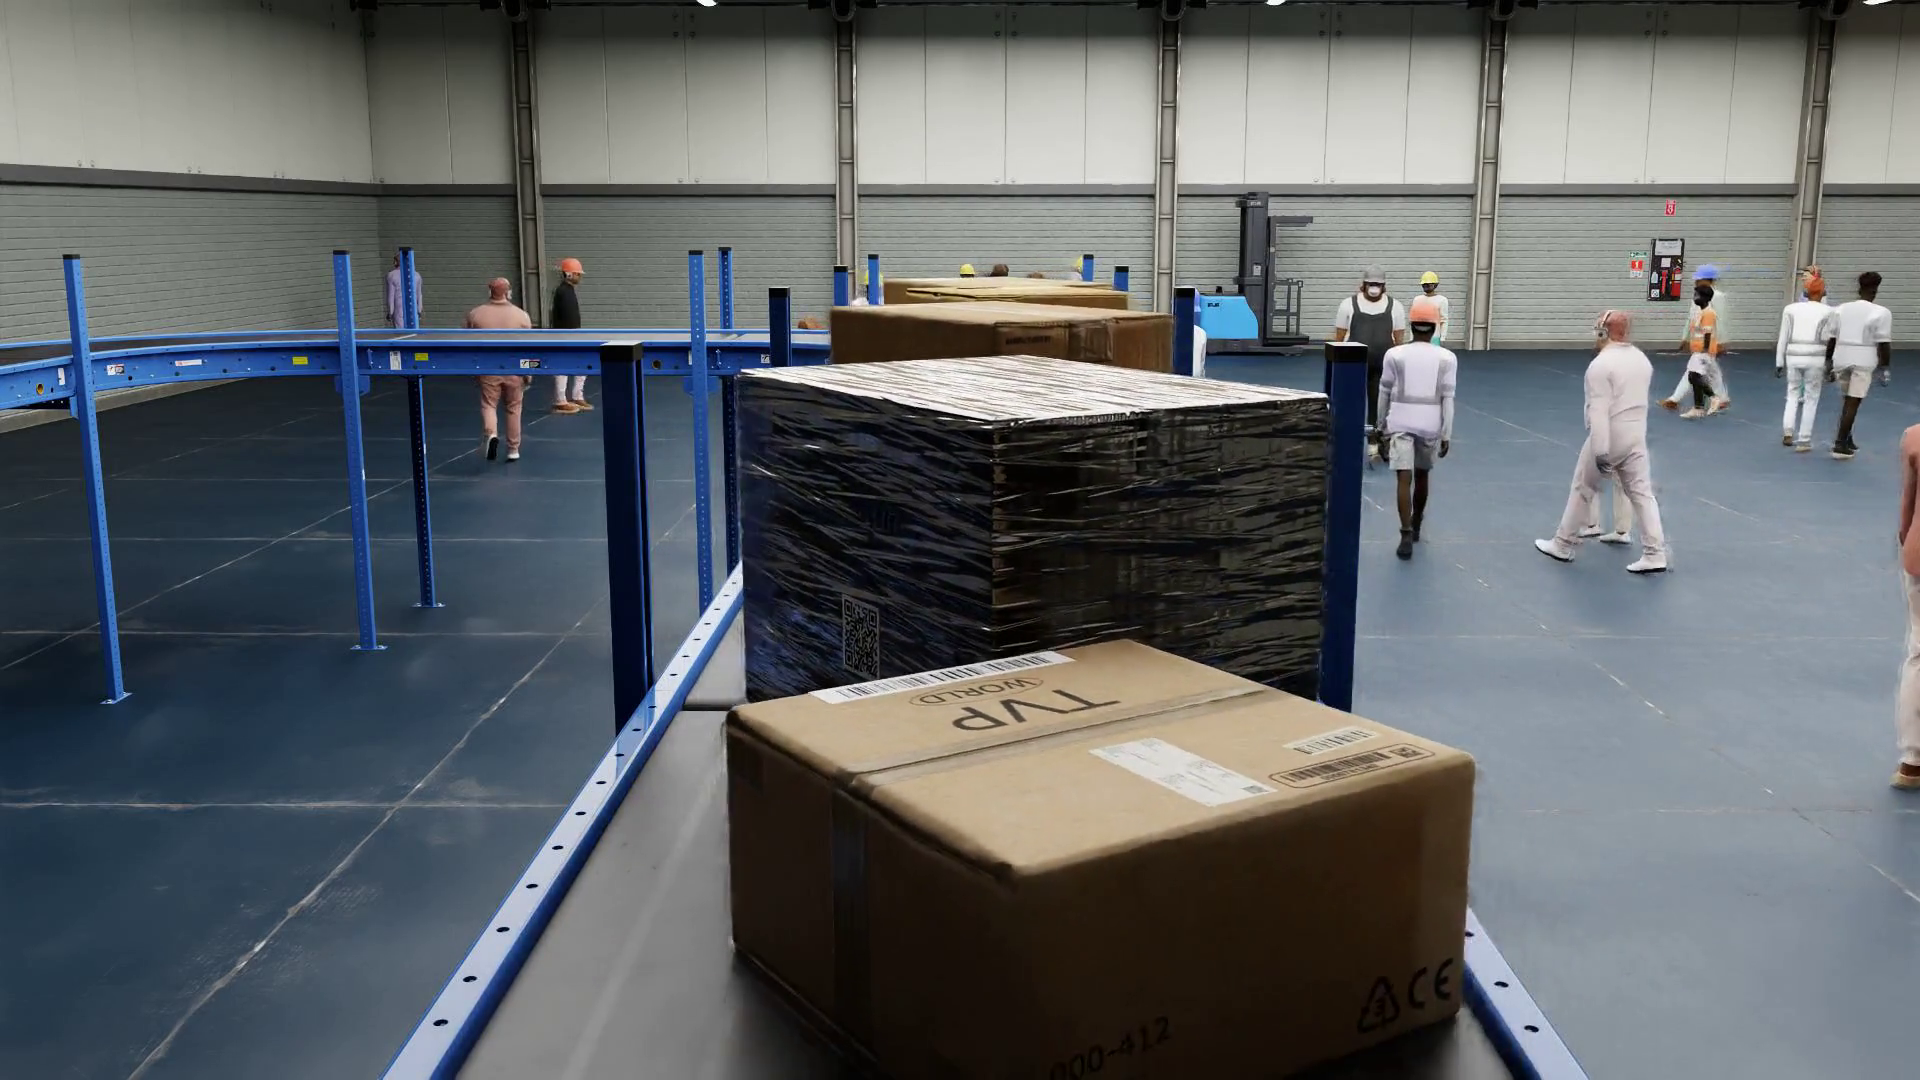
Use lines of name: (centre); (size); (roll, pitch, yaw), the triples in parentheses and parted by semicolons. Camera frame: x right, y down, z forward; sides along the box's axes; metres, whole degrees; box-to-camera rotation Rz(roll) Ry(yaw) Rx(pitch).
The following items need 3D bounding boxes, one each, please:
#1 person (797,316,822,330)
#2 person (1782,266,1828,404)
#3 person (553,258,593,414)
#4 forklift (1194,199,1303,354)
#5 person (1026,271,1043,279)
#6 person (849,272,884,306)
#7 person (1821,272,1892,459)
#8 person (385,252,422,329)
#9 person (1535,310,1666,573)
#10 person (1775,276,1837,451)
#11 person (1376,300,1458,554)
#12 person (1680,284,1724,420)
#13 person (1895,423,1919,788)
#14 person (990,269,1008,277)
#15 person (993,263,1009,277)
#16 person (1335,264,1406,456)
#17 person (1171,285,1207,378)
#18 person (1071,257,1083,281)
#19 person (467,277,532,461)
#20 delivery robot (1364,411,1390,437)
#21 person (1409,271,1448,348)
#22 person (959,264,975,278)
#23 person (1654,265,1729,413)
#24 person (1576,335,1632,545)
person: (-1.329, -1.271, 15.359); (0.695, 1.607, 0.500); (-11, 15, -44)
person: (11.476, -2.773, 22.474); (0.378, 1.844, 0.569); (0, 11, 2)
person: (-4.955, -2.610, 21.318); (0.628, 1.965, 0.607); (0, 11, -2)
forklift: (5.313, -4.851, 30.603); (1.873, 2.768, 1.129); (0, 11, 1)
person: (1.045, -2.480, 21.044); (0.532, 1.821, 0.682); (-6, 13, -30)
person: (-1.055, -2.274, 19.820); (0.596, 1.889, 0.980); (-3, 12, -17)
person: (9.408, -1.826, 17.374); (0.732, 1.927, 0.658); (-7, 13, -31)
person: (-9.311, -3.843, 27.819); (0.399, 1.908, 0.643); (9, 14, 40)
person: (4.654, -0.705, 11.862); (0.628, 1.849, 1.026); (-6, 13, -29)
person: (9.071, -1.885, 17.817); (0.407, 1.875, 0.593); (-11, 15, -44)
person: (3.445, -0.867, 12.588); (0.546, 1.887, 0.997); (1, 11, 7)
person: (9.172, -2.316, 20.537); (0.412, 1.681, 0.559); (2, 11, 11)
person: (4.390, 0.120, 7.278); (0.464, 1.979, 0.622); (-8, 14, -36)
person: (0.349, -2.326, 20.074); (0.774, 1.894, 0.594); (9, 14, 40)
person: (0.525, -3.248, 25.017); (0.776, 1.821, 0.635); (-7, 13, -30)
person: (4.283, -1.857, 17.378); (0.720, 2.000, 0.699); (2, 11, 8)
person: (1.830, -1.152, 13.911); (0.603, 1.938, 0.401); (-7, 13, -34)
person: (2.237, -4.080, 29.342); (0.903, 1.789, 0.595); (3, 11, 14)
person: (-4.671, -1.723, 16.956); (0.662, 1.891, 0.635); (-2, 11, -13)
delivery robot: (4.345, -1.190, 16.871); (0.698, 0.223, 0.335); (-6, 13, -30)
person: (6.343, -2.752, 22.576); (0.535, 1.767, 0.316); (10, 15, 42)
person: (0.102, -3.448, 26.152); (0.330, 1.768, 0.526); (9, 14, 40)
person: (9.456, -2.561, 21.281); (1.003, 1.889, 0.650); (0, 11, 0)
person: (4.968, -0.782, 12.806); (0.548, 1.616, 0.563); (-9, 14, -37)
